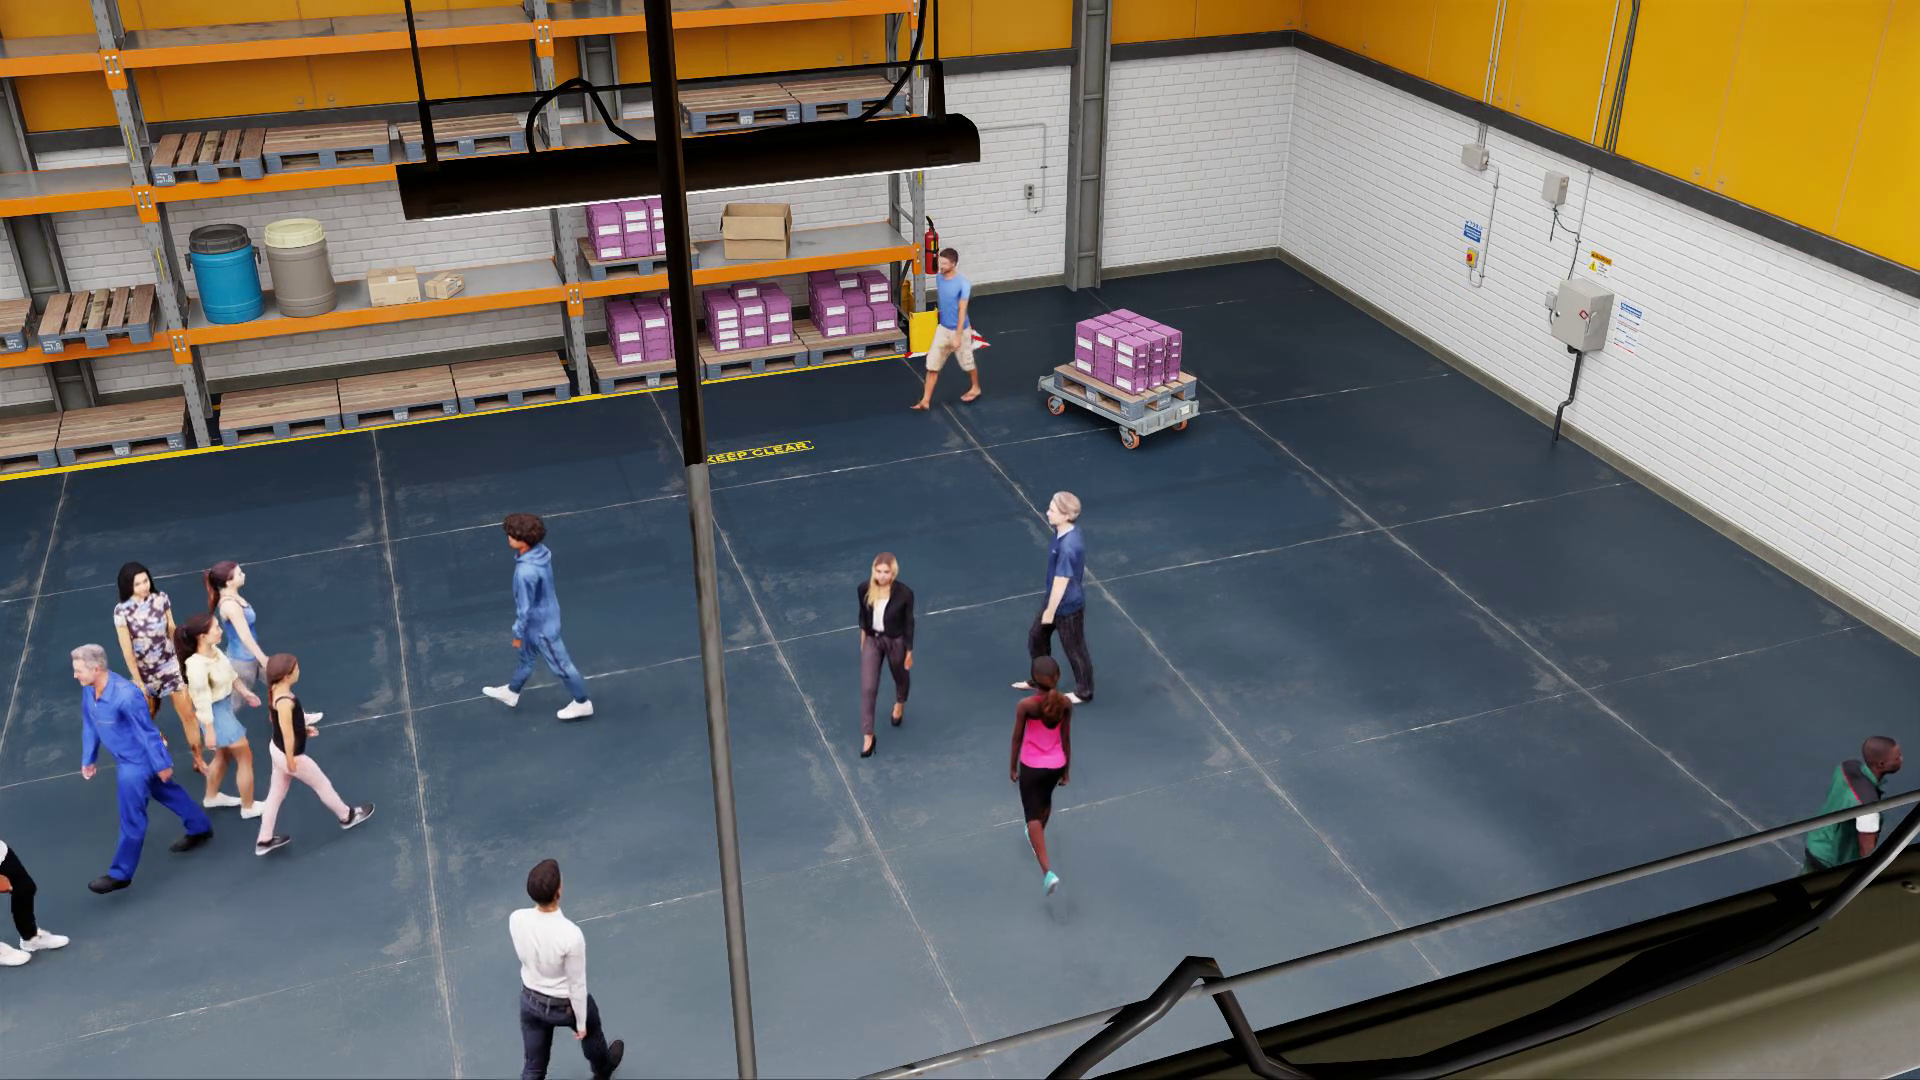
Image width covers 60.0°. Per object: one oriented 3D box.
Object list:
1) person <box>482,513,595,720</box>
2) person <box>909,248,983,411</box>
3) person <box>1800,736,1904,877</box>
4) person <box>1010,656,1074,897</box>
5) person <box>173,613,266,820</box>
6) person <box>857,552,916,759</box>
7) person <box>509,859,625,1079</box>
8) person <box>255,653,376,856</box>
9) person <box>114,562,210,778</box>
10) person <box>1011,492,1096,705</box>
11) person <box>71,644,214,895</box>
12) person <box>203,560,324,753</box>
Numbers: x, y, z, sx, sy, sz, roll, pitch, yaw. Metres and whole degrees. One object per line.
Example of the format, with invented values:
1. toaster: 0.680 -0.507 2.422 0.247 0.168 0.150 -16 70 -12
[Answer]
1. person: -3.129 0.617 12.779 1.198 1.771 0.906 -1 29 -3
2. person: -0.003 -2.291 18.072 1.050 1.806 1.303 22 36 35
3. person: 5.302 1.991 10.260 1.298 1.770 1.180 10 30 17
4. person: 0.573 1.576 11.097 1.056 1.696 0.726 -6 29 -10
5. person: -5.328 1.255 11.784 0.740 1.602 0.665 -7 29 -12
6. person: -0.525 0.788 12.614 1.084 1.628 1.015 6 29 10
7. person: -2.272 2.597 9.082 1.249 1.833 1.183 8 30 14
8. person: -4.662 1.506 11.413 1.122 1.516 0.771 -22 36 -34
9. person: -5.976 0.936 12.274 1.003 1.693 1.131 23 36 35
10. person: 0.905 0.479 12.950 0.961 1.848 0.808 -3 29 -5
11. person: -5.488 1.431 11.270 1.047 1.786 1.259 23 36 36
12. person: -5.427 0.911 12.445 1.064 1.574 0.602 -12 31 -21
